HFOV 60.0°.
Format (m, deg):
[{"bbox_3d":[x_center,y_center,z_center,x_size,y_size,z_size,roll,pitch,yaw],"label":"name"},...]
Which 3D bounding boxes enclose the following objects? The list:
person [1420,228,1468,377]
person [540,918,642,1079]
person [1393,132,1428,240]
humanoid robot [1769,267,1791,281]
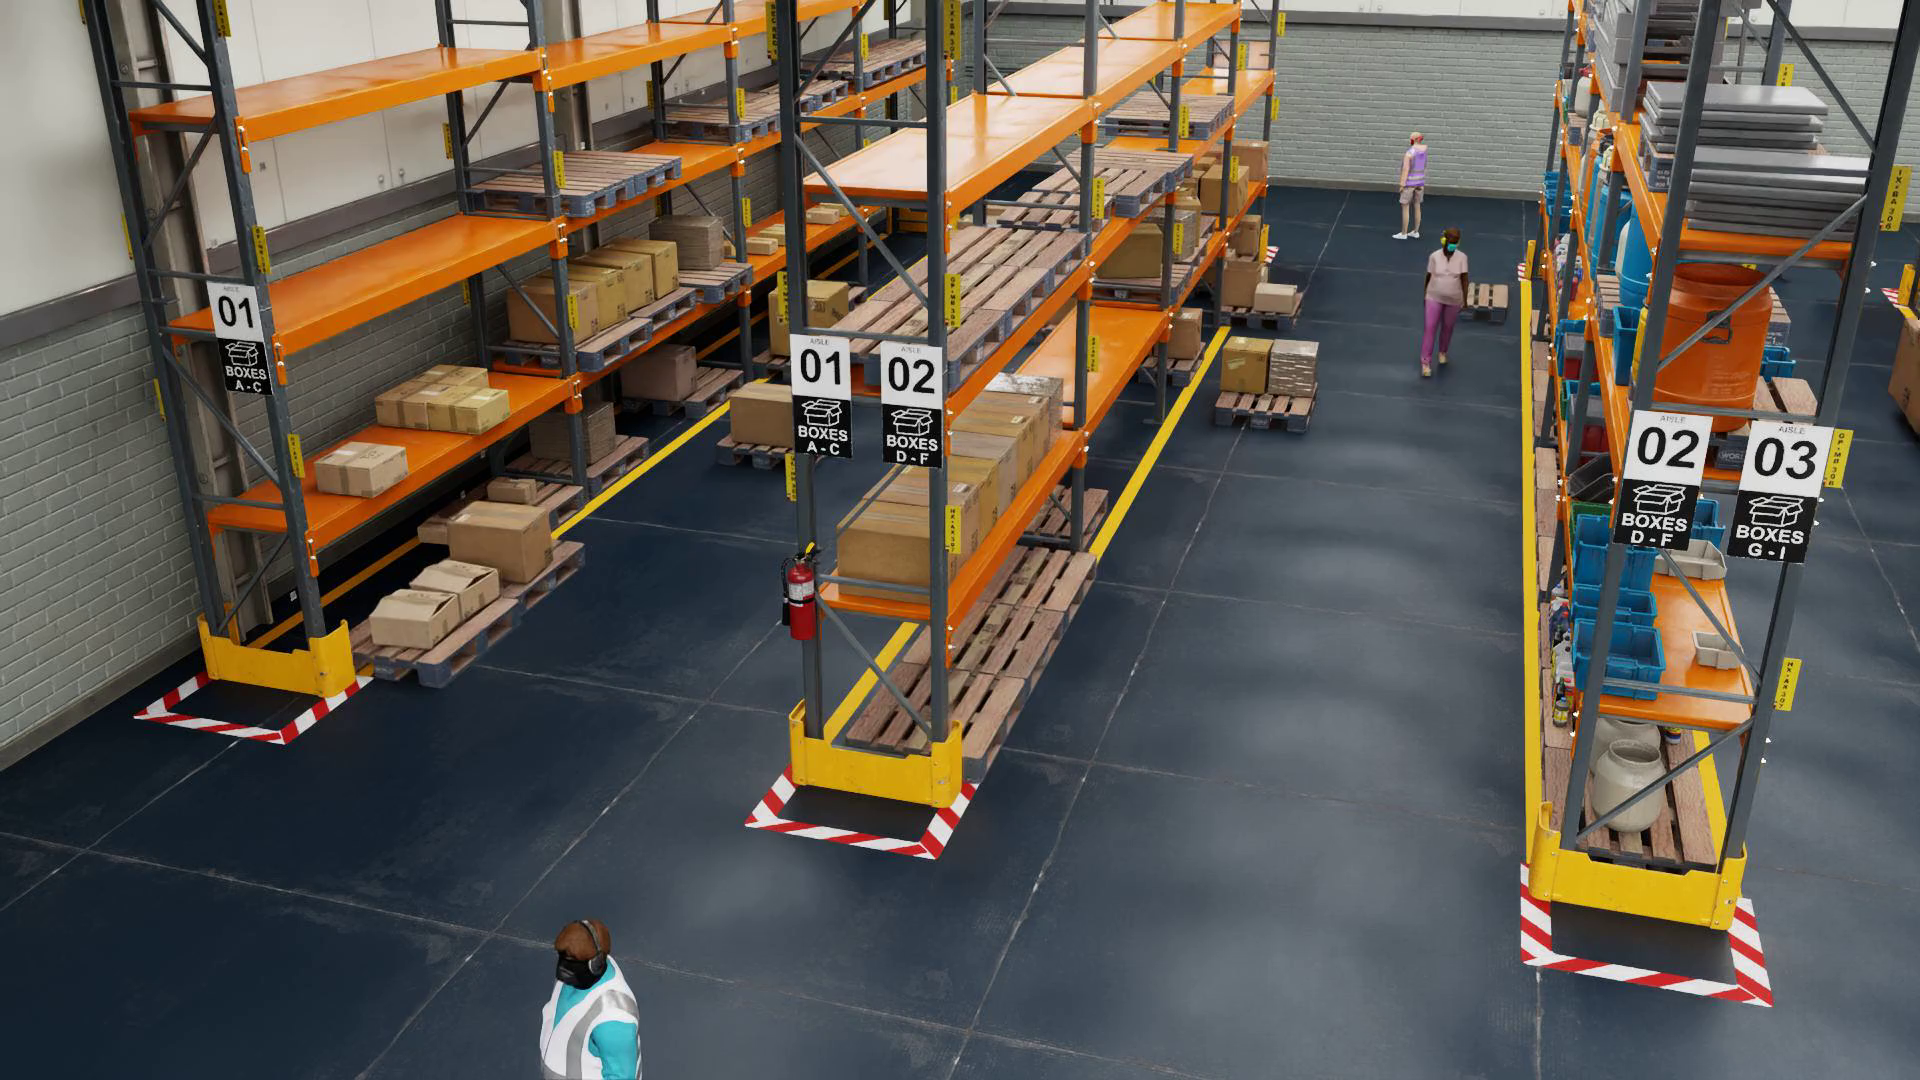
[{"bbox_3d":[5.840,-2.905,20.033,0.485,1.750,0.902,3,24,8],"label":"person"},{"bbox_3d":[-1.637,2.476,7.444,0.429,1.847,0.625,-13,26,-27],"label":"person"},{"bbox_3d":[7.181,-5.620,26.415,0.492,1.688,0.348,-13,27,-28],"label":"person"},{"bbox_3d":[12.000,-4.583,24.020,0.600,1.649,0.348,-20,30,-38],"label":"humanoid robot"}]
